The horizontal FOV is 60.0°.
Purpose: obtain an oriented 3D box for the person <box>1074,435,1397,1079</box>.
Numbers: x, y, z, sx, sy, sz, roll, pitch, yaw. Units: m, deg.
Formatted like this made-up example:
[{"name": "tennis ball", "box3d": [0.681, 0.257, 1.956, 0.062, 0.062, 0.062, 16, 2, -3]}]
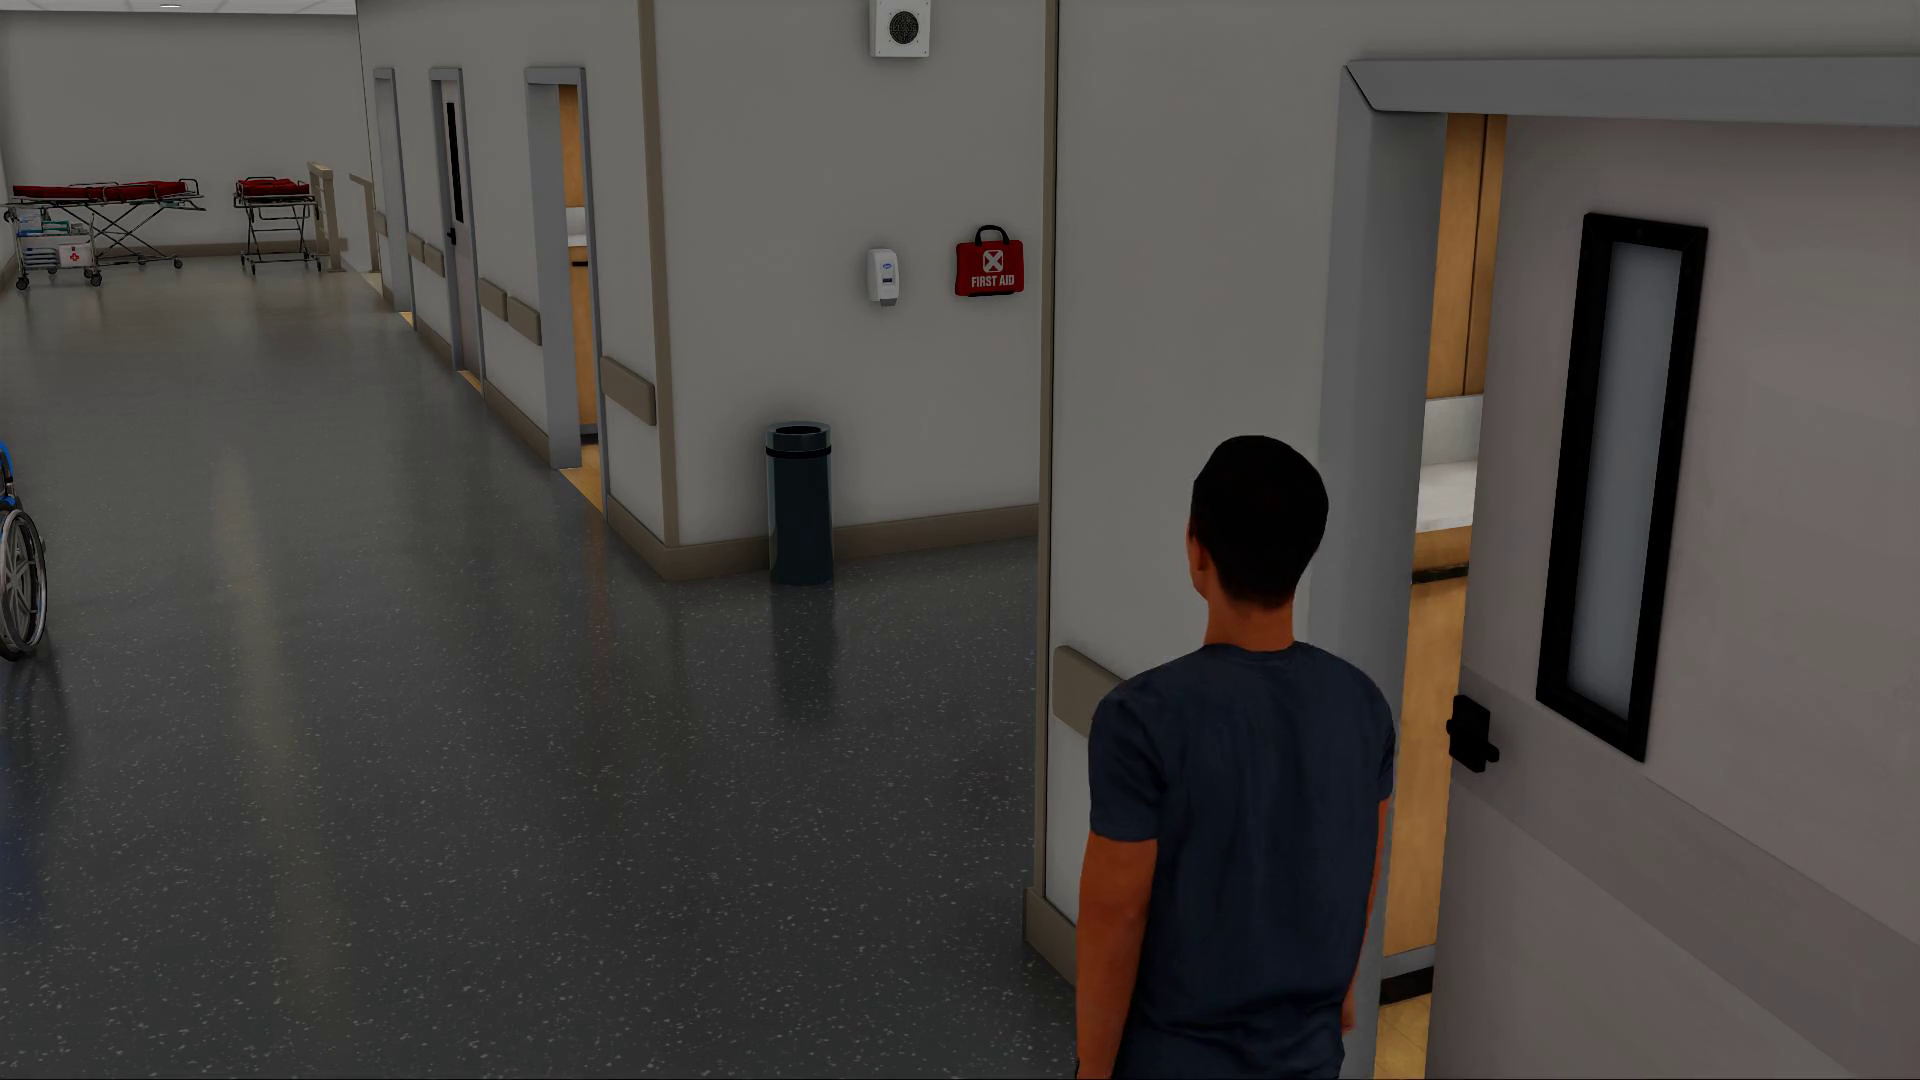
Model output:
[{"name": "person", "box3d": [0.415, 0.767, 2.382, 0.687, 1.798, 0.612, -6, 17, -21]}]
